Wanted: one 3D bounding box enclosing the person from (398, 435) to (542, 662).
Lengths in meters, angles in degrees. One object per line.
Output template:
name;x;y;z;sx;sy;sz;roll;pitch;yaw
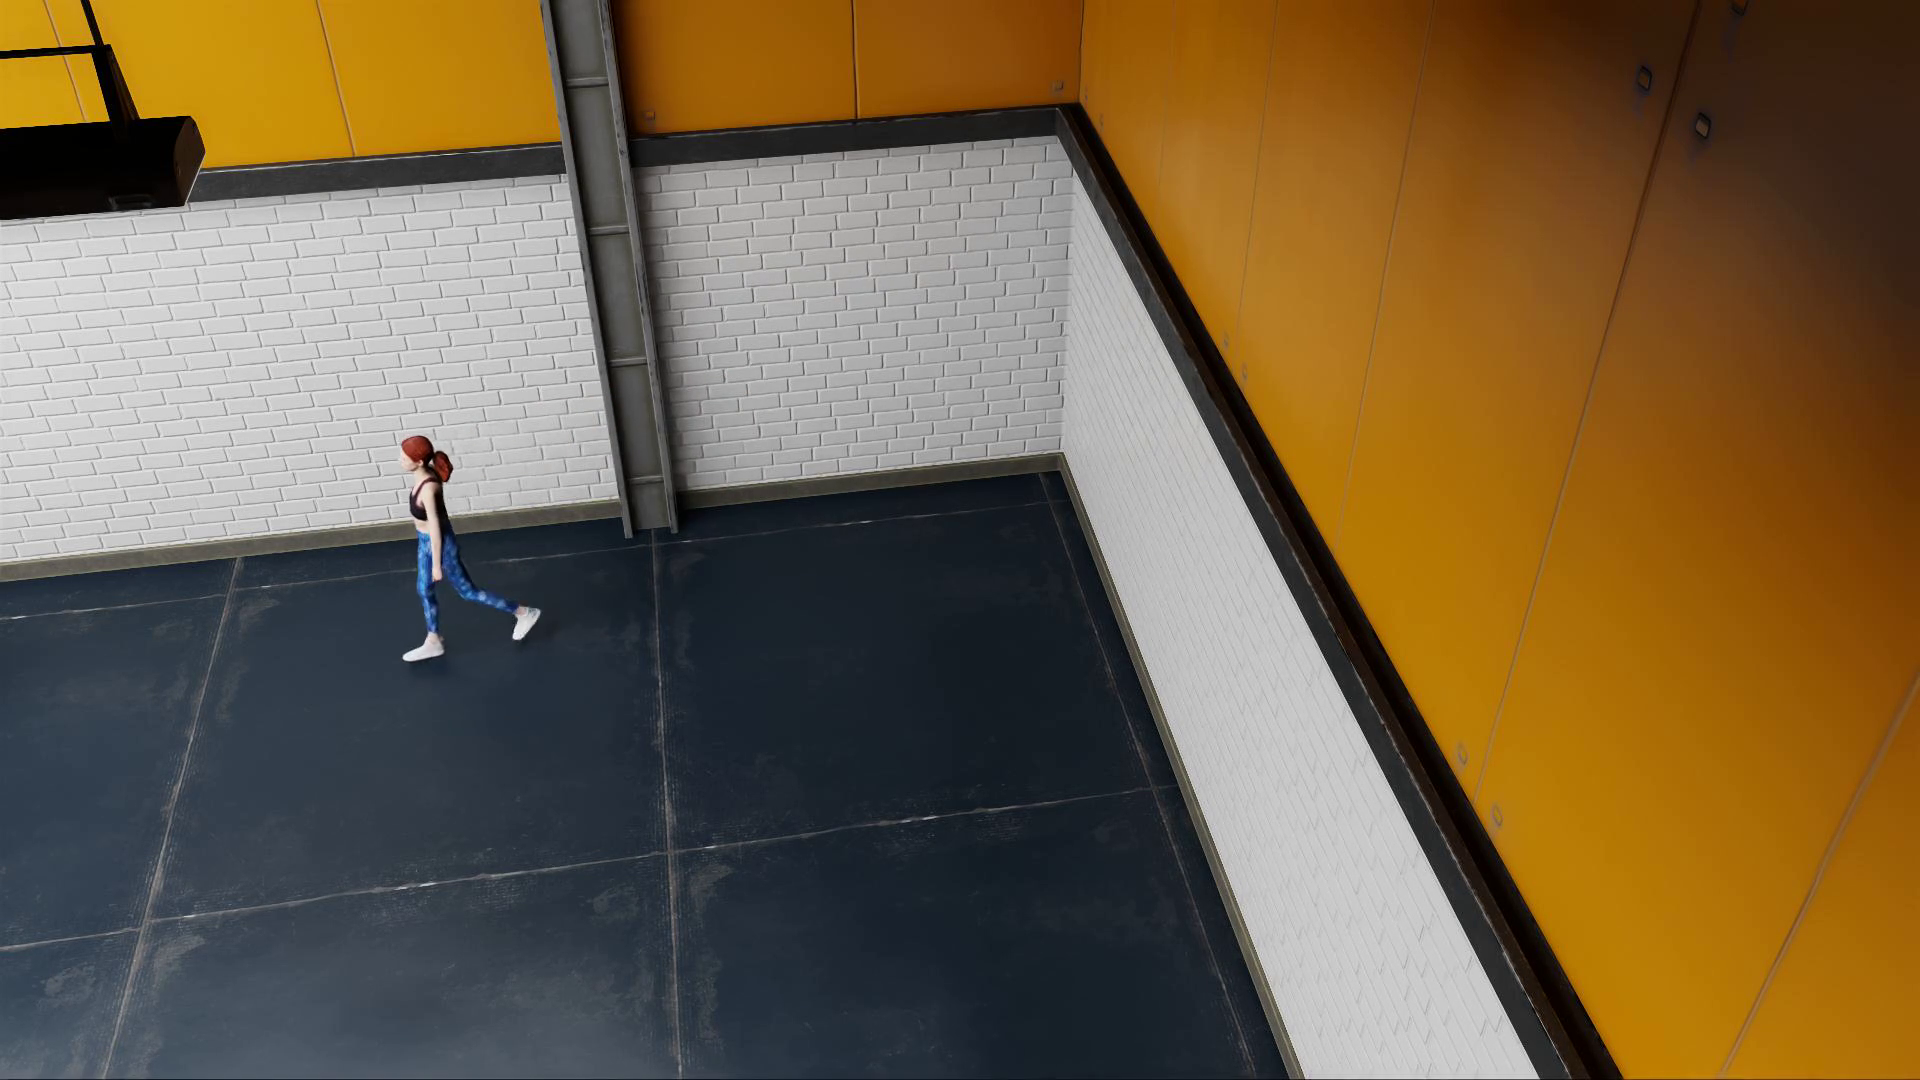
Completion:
person;-3.287;0.060;10.862;1.202;1.753;0.706;-13;41;-16
